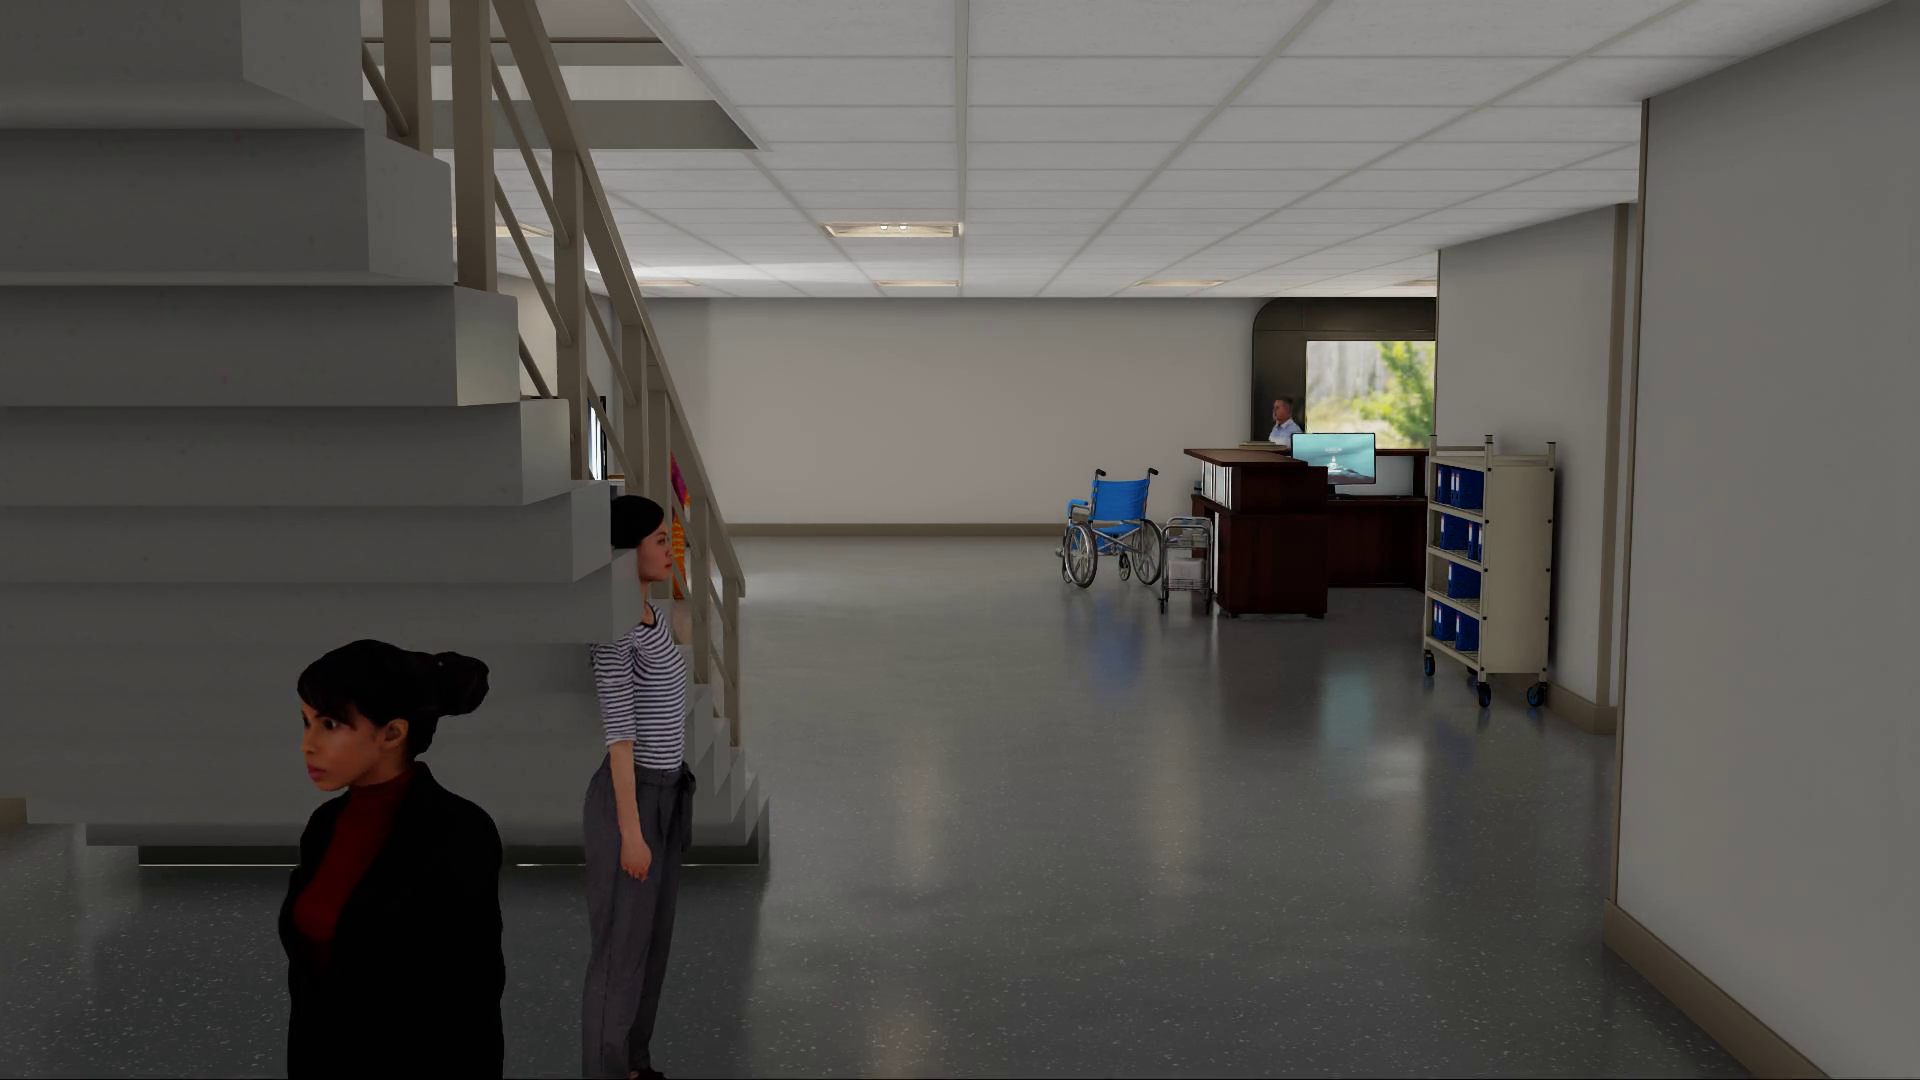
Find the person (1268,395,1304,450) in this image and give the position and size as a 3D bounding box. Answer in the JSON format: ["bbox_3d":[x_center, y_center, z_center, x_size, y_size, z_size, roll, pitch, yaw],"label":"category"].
[{"bbox_3d":[3.459,-0.603,17.463,0.875,1.809,0.984,-1,6,-14],"label":"person"}]

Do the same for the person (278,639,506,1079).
[{"bbox_3d":[-0.874,0.972,2.731,0.752,1.624,0.866,3,6,27],"label":"person"}]

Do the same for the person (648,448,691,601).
[{"bbox_3d":[-2.729,-0.296,15.112,0.781,1.669,0.841,-6,8,-45],"label":"person"}]

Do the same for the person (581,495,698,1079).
[{"bbox_3d":[-0.898,0.741,4.496,0.669,1.732,0.470,0,6,5],"label":"person"}]
